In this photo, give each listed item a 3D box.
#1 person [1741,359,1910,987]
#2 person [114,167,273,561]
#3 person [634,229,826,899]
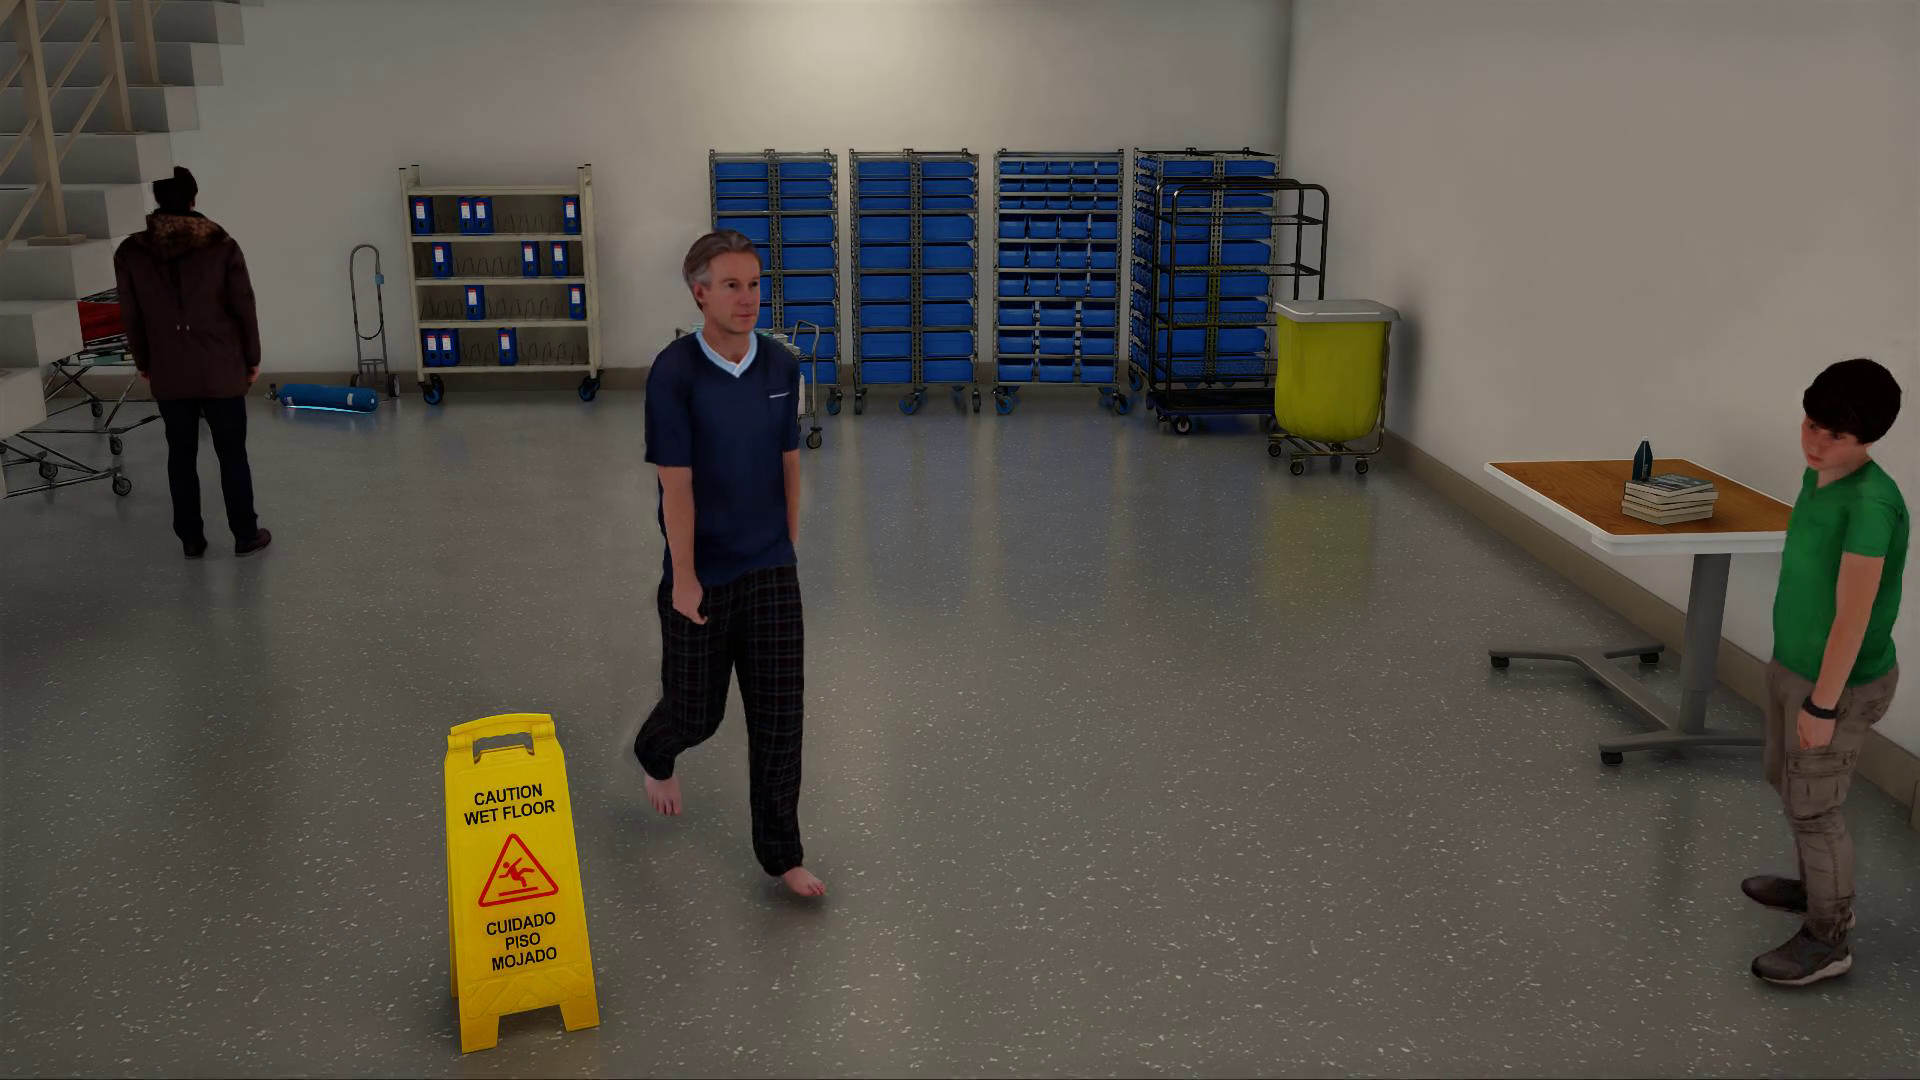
[{"bbox_3d":[2.215,0.340,4.162,0.881,1.618,0.696,7,17,23],"label":"person"},{"bbox_3d":[-3.628,-0.830,7.898,0.771,1.845,0.682,-3,16,-10],"label":"person"},{"bbox_3d":[-0.708,0.074,4.691,0.949,1.844,1.135,-10,19,-32],"label":"person"}]
